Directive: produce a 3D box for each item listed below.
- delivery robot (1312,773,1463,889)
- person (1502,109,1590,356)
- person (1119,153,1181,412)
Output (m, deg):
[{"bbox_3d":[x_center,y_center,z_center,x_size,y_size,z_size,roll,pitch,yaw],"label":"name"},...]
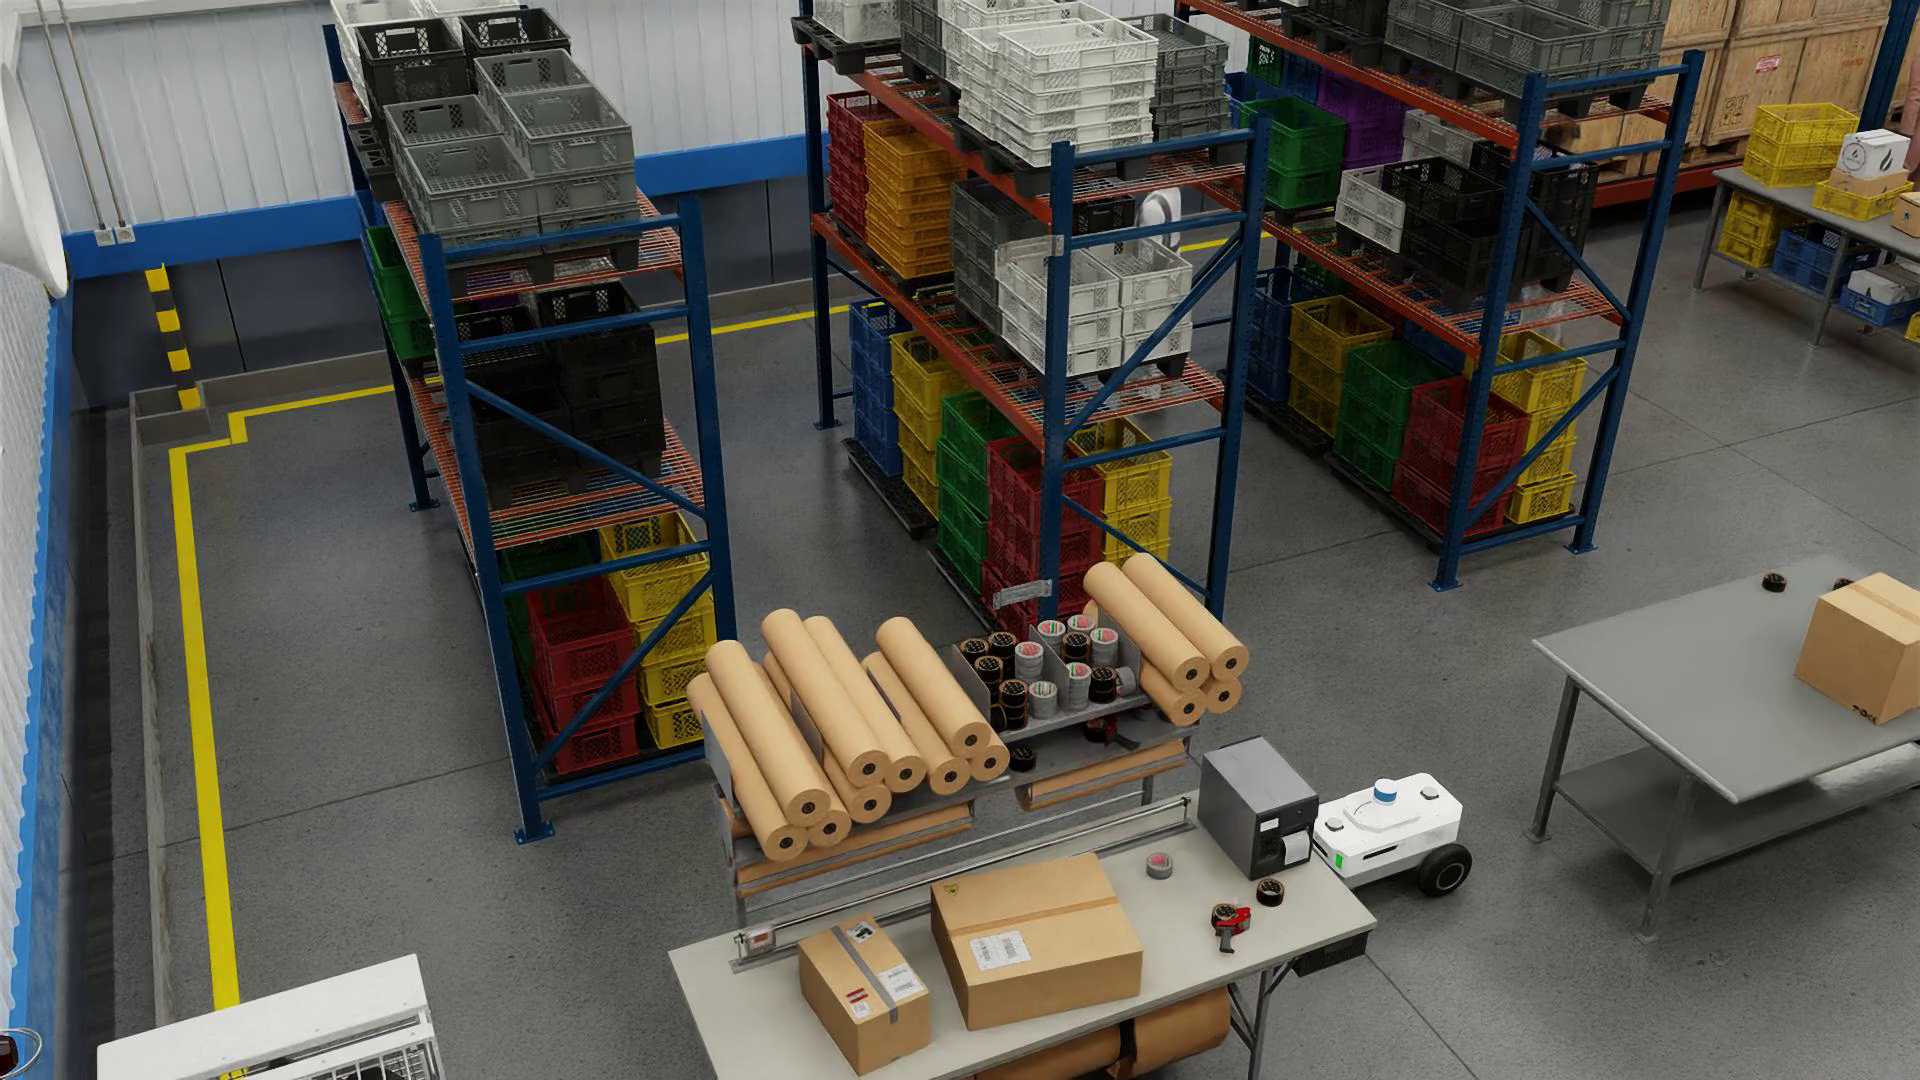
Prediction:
[{"bbox_3d":[1.888,1.293,7.490,0.707,0.478,0.477,-13,34,-20],"label":"delivery robot"},{"bbox_3d":[4.177,-2.121,11.855,0.895,1.887,0.658,-27,41,-36],"label":"person"},{"bbox_3d":[1.321,-1.787,11.331,0.343,1.879,0.581,11,33,17],"label":"person"}]
